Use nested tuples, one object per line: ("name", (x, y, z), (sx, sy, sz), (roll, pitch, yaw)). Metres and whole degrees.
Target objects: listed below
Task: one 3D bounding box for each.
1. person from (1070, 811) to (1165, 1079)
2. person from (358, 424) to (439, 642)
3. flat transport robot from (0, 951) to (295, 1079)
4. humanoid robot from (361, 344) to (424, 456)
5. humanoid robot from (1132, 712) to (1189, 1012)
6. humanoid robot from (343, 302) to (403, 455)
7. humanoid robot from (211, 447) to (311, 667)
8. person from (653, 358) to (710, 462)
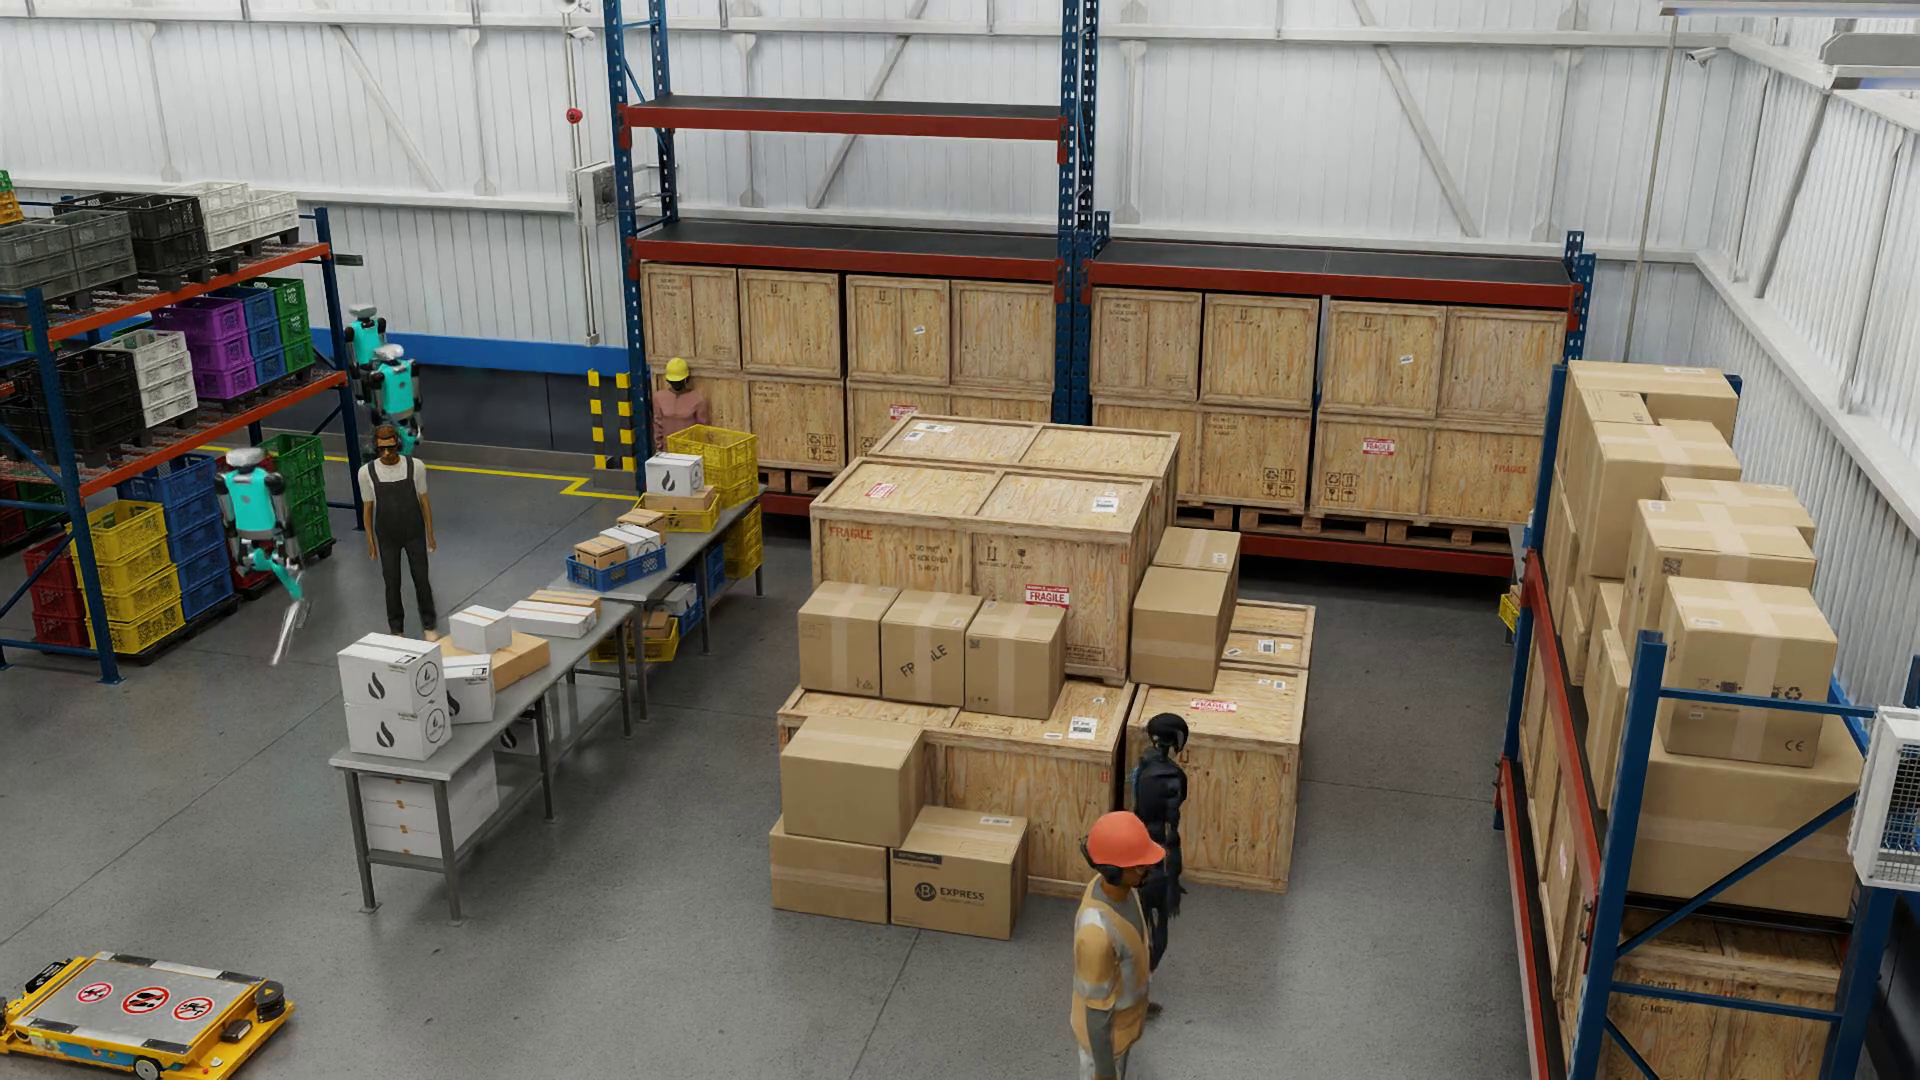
("person", (0.663, 2.075, 7.130), (0.365, 2.048, 0.607), (5, 21, 12))
("person", (-4.348, -0.027, 12.930), (0.506, 1.838, 0.338), (-8, 22, -20))
("flat transport robot", (-4.270, 2.464, 8.601), (1.431, 0.231, 0.659), (5, 22, 13))
("humanoid robot", (-5.381, -0.970, 15.646), (0.759, 1.853, 0.571), (14, 25, 33))
("humanoid robot", (0.968, 1.661, 8.743), (0.405, 1.643, 0.603), (-5, 21, -12))
("humanoid robot", (-5.791, -1.547, 16.847), (0.735, 1.677, 0.533), (11, 24, 27))
("humanoid robot", (-5.296, 0.016, 12.981), (0.536, 1.765, 0.976), (1, 21, 2))
("person", (-2.512, -0.797, 15.047), (0.523, 1.761, 0.336), (4, 21, 10))
